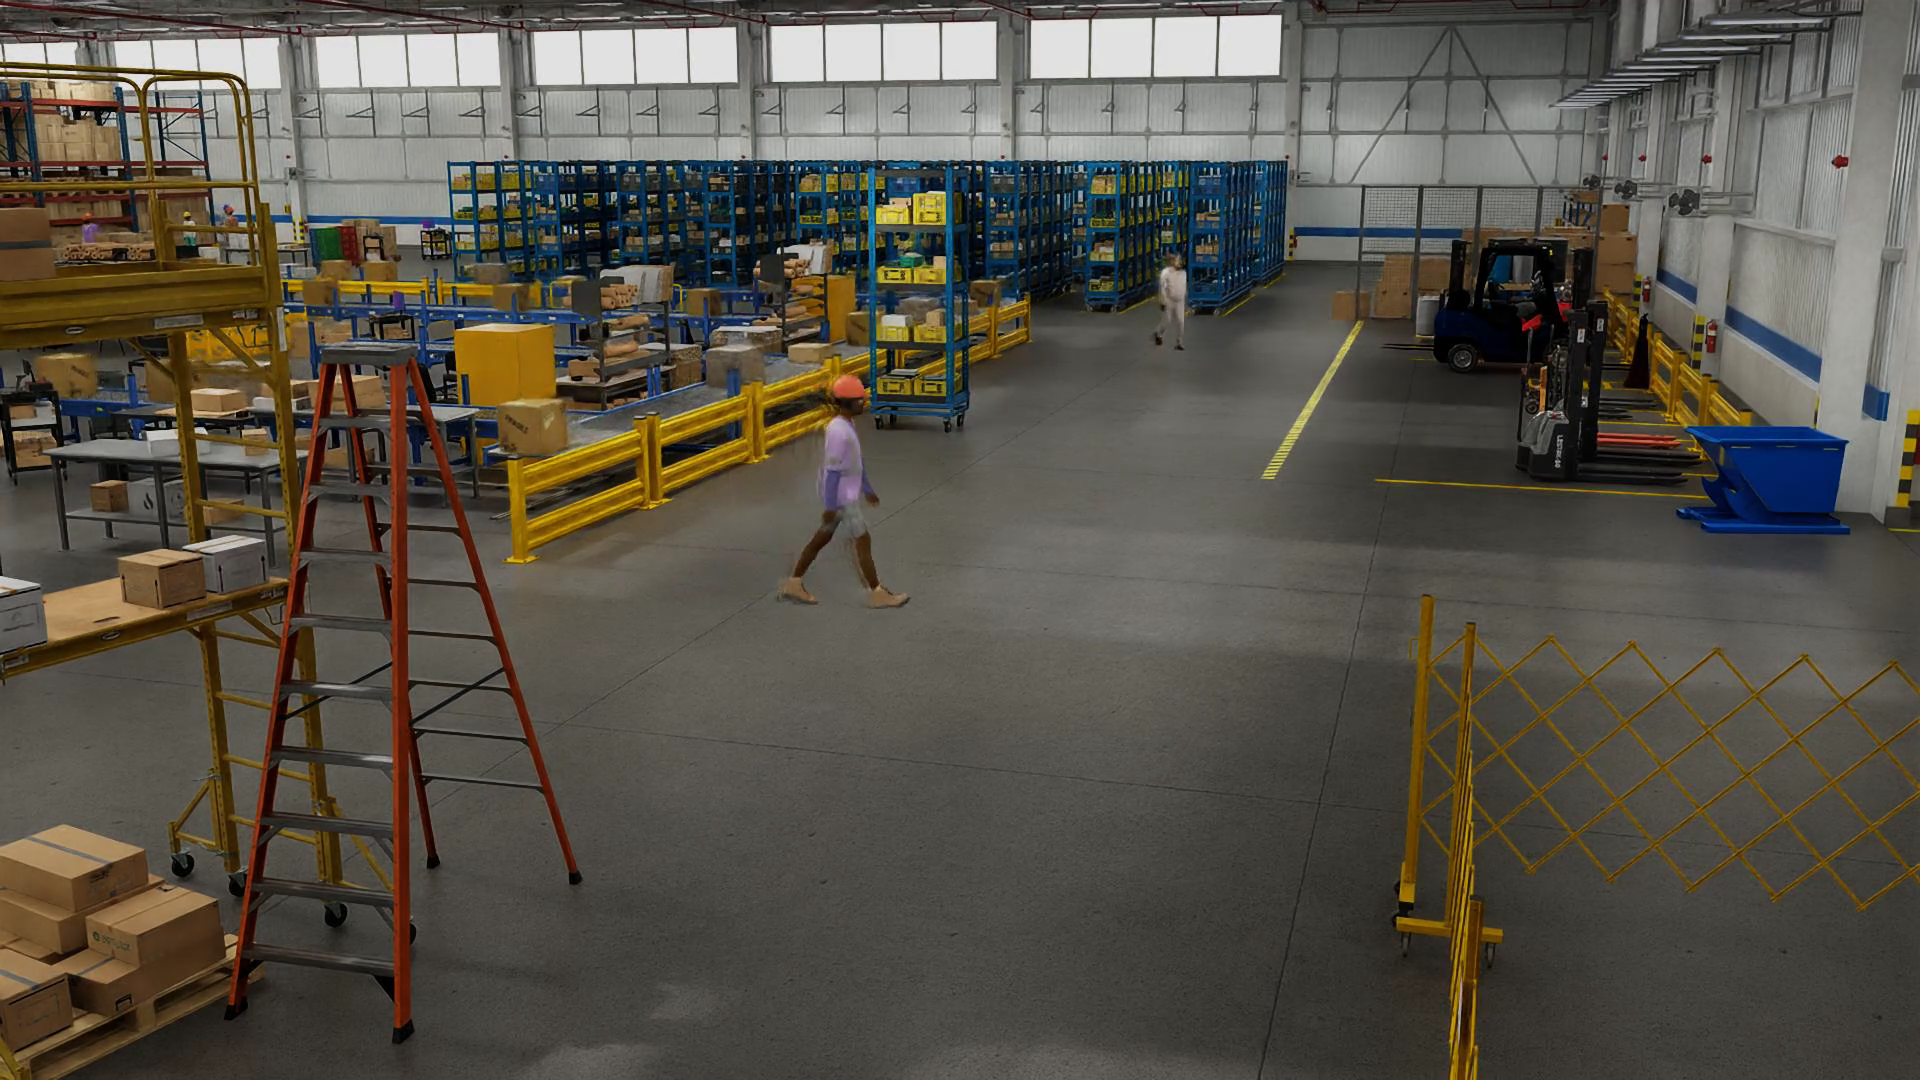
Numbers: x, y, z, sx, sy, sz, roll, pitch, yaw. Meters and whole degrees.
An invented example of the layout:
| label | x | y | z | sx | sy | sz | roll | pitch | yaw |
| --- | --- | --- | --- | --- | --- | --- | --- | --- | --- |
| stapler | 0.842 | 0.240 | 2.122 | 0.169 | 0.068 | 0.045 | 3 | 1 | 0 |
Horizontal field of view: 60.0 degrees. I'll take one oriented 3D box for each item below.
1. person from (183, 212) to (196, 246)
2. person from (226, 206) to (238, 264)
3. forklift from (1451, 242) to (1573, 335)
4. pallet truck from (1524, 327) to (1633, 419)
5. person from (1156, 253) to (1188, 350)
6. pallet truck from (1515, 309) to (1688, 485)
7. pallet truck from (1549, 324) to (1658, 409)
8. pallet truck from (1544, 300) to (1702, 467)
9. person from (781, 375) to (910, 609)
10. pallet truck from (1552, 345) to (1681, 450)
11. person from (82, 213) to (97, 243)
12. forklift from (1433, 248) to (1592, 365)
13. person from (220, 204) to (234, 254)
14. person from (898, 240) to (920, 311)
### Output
| label | x | y | z | sx | sy | sz | roll | pitch | yaw |
| --- | --- | --- | --- | --- | --- | --- | --- | --- | --- |
| person | -27.765 | -10.933 | 59.929 | 0.523 | 1.769 | 0.315 | 4 | 14 | 19 |
| person | -25.597 | -10.715 | 58.487 | 0.382 | 1.995 | 0.613 | 2 | 13 | 10 |
| forklift | 10.464 | -4.597 | 31.405 | 2.680 | 1.987 | 1.157 | 4 | 14 | 16 |
| pallet truck | 9.065 | -2.460 | 24.370 | 1.522 | 1.261 | 0.704 | 3 | 13 | 14 |
| person | 4.181 | -4.699 | 32.750 | 0.645 | 1.884 | 0.705 | -5 | 14 | -22 |
| pallet truck | 7.554 | -1.677 | 19.446 | 1.885 | 1.965 | 0.823 | 3 | 13 | 14 |
| pallet truck | 9.824 | -2.669 | 25.407 | 1.601 | 1.201 | 0.680 | 4 | 14 | 16 |
| pallet truck | 8.263 | -1.952 | 20.631 | 1.885 | 1.965 | 0.823 | 5 | 14 | 20 |
| person | -1.014 | -0.389 | 13.920 | 1.095 | 2.000 | 0.606 | -1 | 13 | -3 |
| pallet truck | 8.641 | -1.896 | 21.908 | 1.630 | 1.274 | 0.653 | 4 | 14 | 16 |
| person | -28.540 | -9.779 | 54.650 | 0.553 | 1.908 | 0.873 | 4 | 14 | 15 |
| forklift | 9.780 | -4.111 | 29.280 | 2.680 | 1.987 | 1.157 | 3 | 13 | 14 |
| person | -27.999 | -11.868 | 63.611 | 0.513 | 1.933 | 0.622 | 6 | 14 | 24 |
| person | -1.259 | -6.165 | 39.276 | 0.621 | 1.785 | 0.898 | -10 | 16 | -37 |
